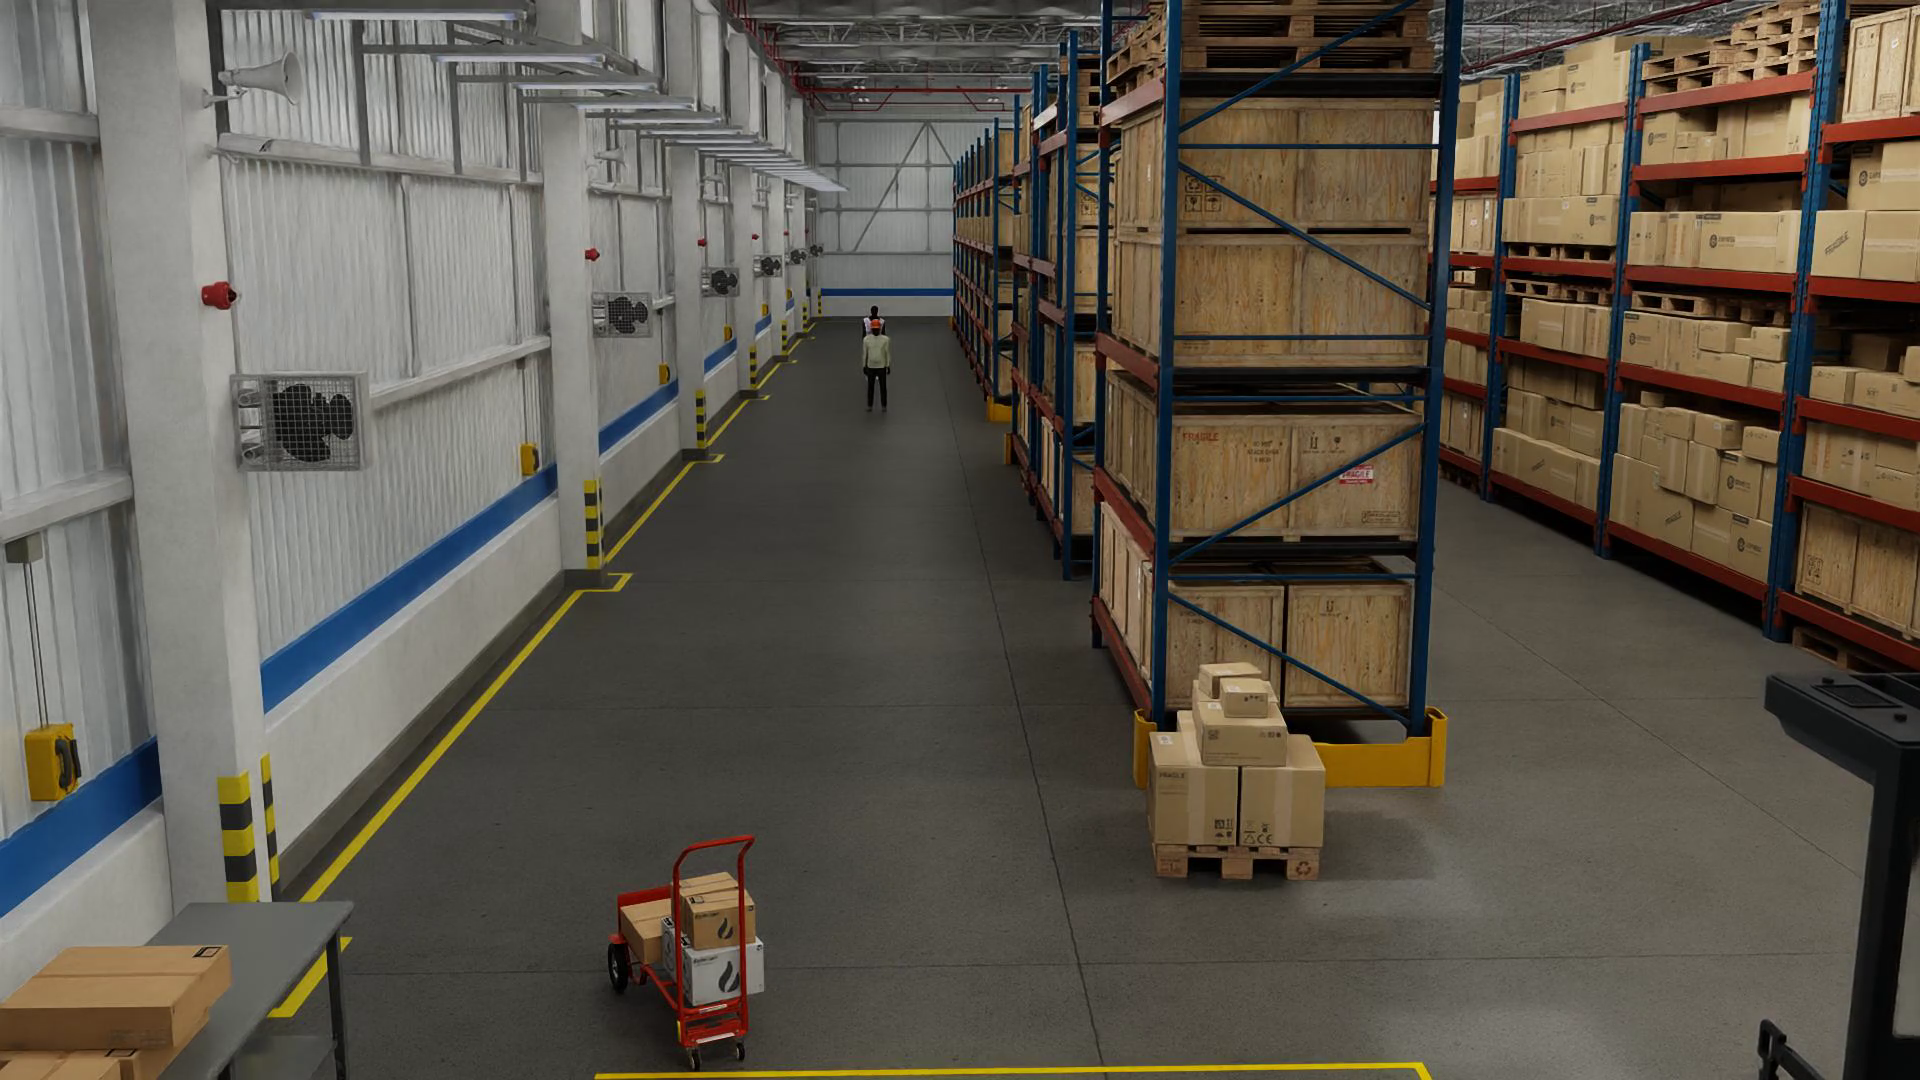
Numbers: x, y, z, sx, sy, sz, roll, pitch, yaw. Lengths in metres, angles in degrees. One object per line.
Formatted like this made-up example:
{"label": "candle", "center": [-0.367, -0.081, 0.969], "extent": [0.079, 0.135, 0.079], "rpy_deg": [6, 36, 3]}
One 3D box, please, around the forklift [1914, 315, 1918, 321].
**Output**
{"label": "forklift", "center": [12.239, -1.615, 22.252], "extent": [1.129, 2.768, 1.873], "rpy_deg": [0, 11, -2]}

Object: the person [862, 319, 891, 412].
{"label": "person", "center": [-1.792, -3.733, 35.614], "extent": [0.618, 1.986, 0.409], "rpy_deg": [0, 11, 1]}

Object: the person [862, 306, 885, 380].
{"label": "person", "center": [-2.217, -5.061, 42.732], "extent": [0.598, 1.907, 0.405], "rpy_deg": [-2, 11, -11]}
